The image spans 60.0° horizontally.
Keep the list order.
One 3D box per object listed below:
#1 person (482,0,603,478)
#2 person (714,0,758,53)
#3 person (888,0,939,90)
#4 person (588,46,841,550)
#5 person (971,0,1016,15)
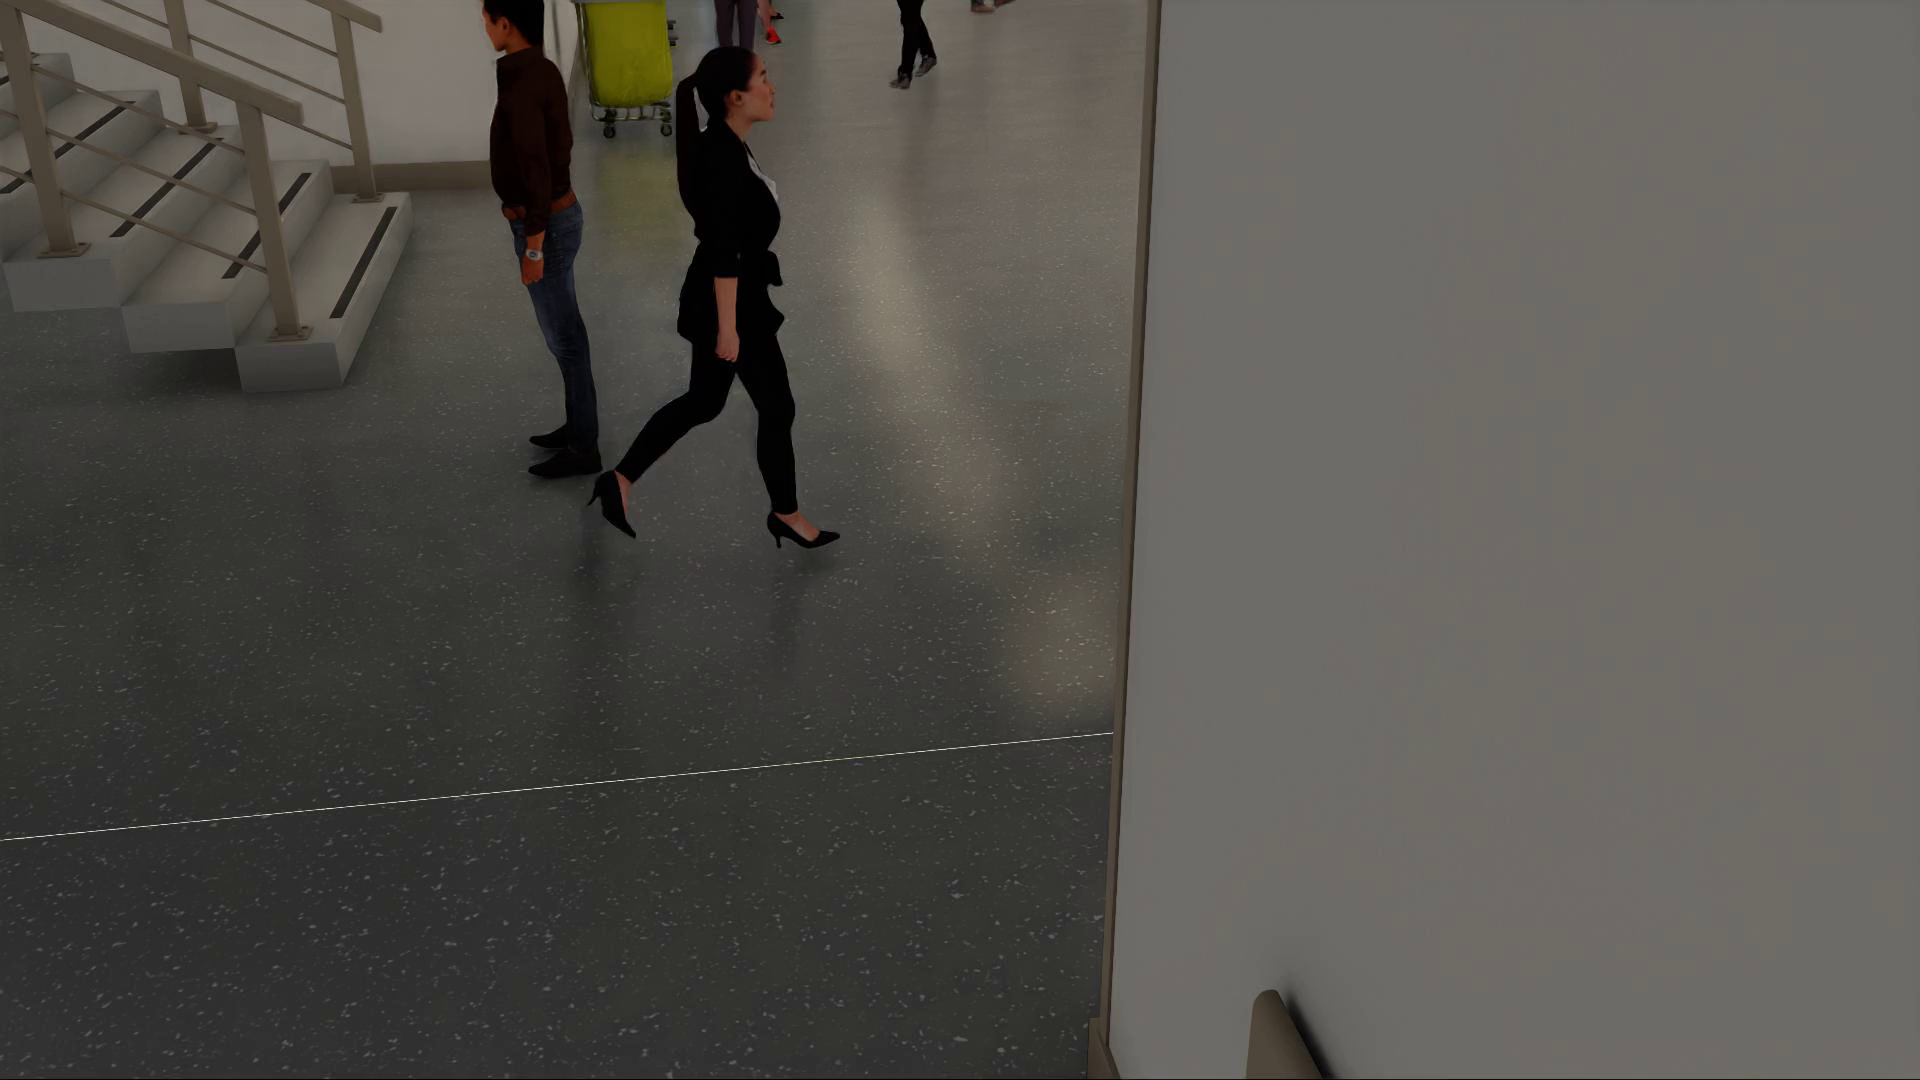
[{"bbox_3d":[-1.461,-1.095,5.915,0.514,1.778,0.647,-3,26,-7],"label":"person"},{"bbox_3d":[-1.689,-4.208,12.542,0.998,1.629,0.724,-2,26,-4],"label":"person"},{"bbox_3d":[-0.343,-4.364,12.770,1.198,1.712,1.167,12,28,24],"label":"person"},{"bbox_3d":[-0.818,-0.683,5.231,1.044,1.631,0.642,-7,27,-14],"label":"person"},{"bbox_3d":[0.227,-6.092,16.117,0.988,1.916,1.093,23,34,39],"label":"person"}]
